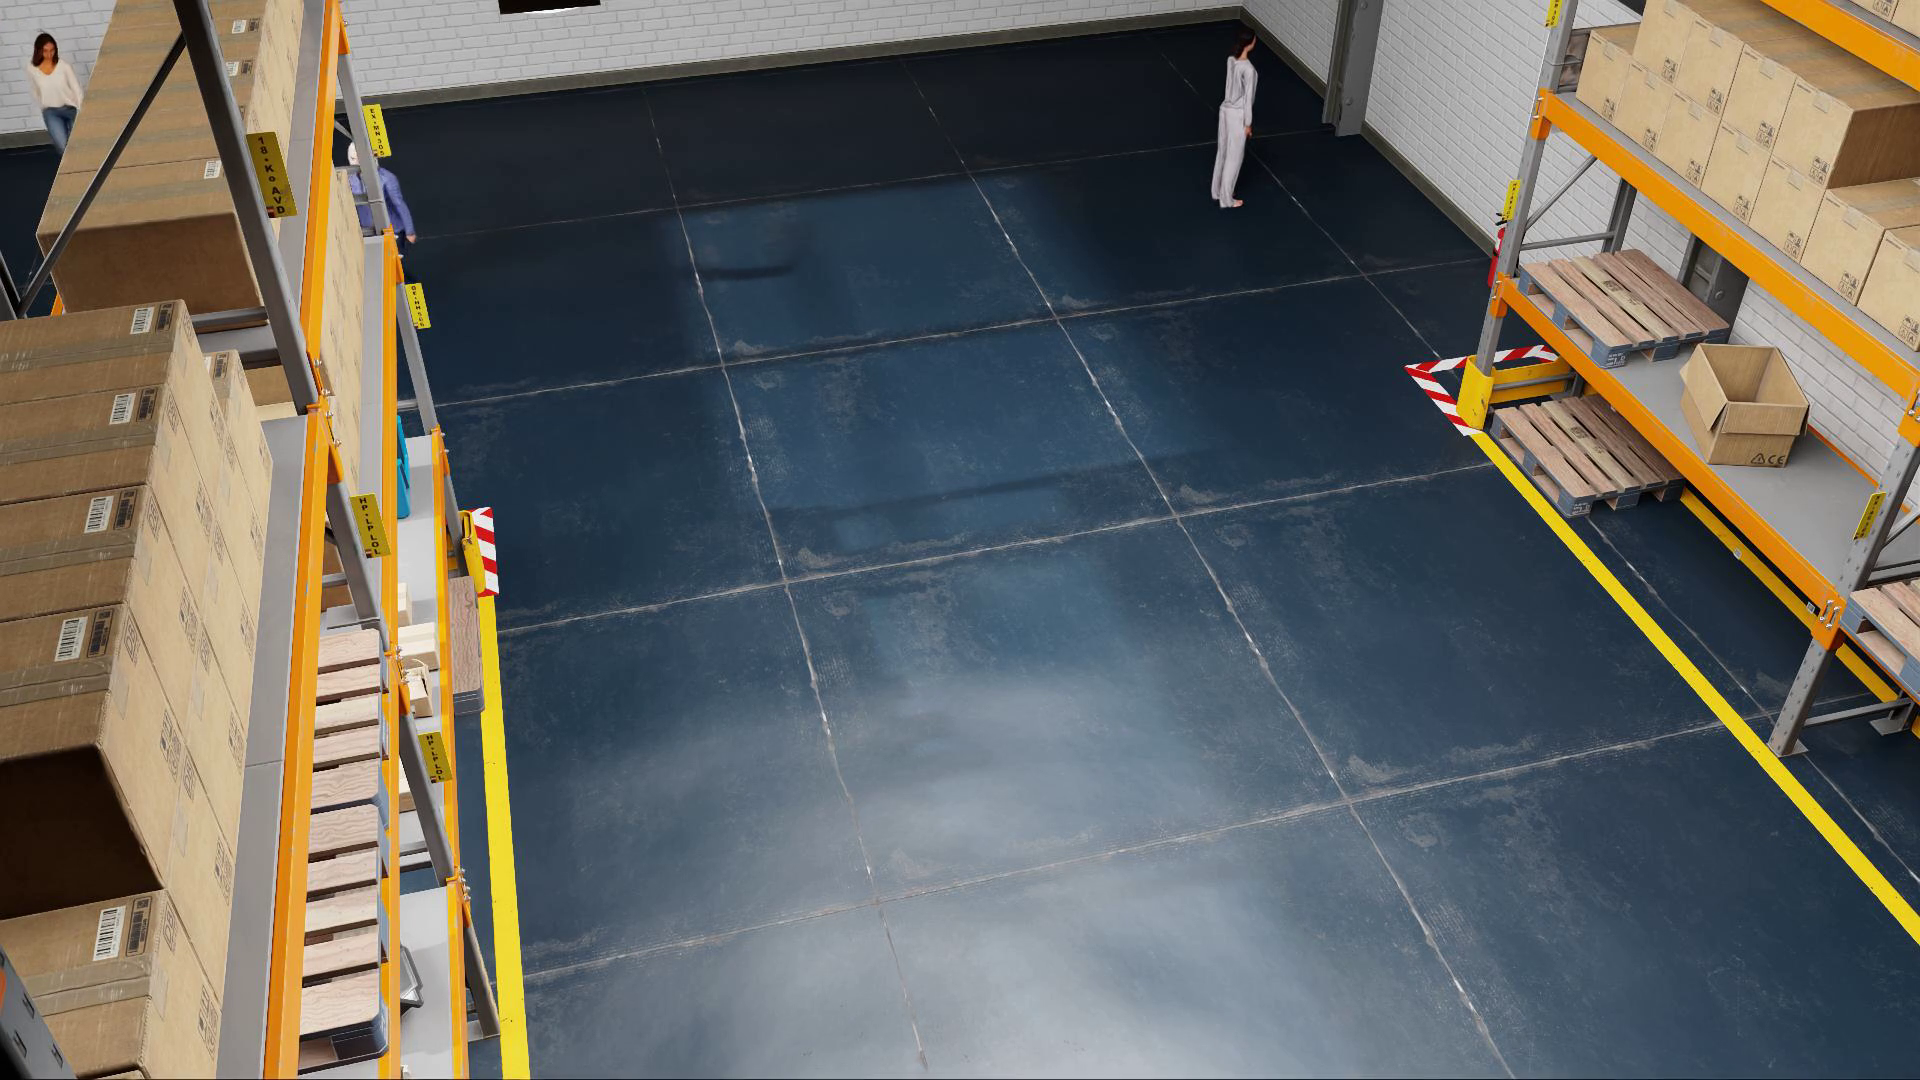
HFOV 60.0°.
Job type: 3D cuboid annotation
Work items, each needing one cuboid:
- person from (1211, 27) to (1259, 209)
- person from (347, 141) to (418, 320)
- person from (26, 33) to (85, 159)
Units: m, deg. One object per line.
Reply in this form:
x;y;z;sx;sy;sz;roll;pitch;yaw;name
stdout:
2.652;-4.084;16.078;0.662;1.770;0.484;-13;41;-16;person
-4.971;-2.747;14.443;0.767;1.722;0.790;10;40;12;person
-8.814;-4.213;16.338;0.630;1.647;0.658;-4;39;-5;person
